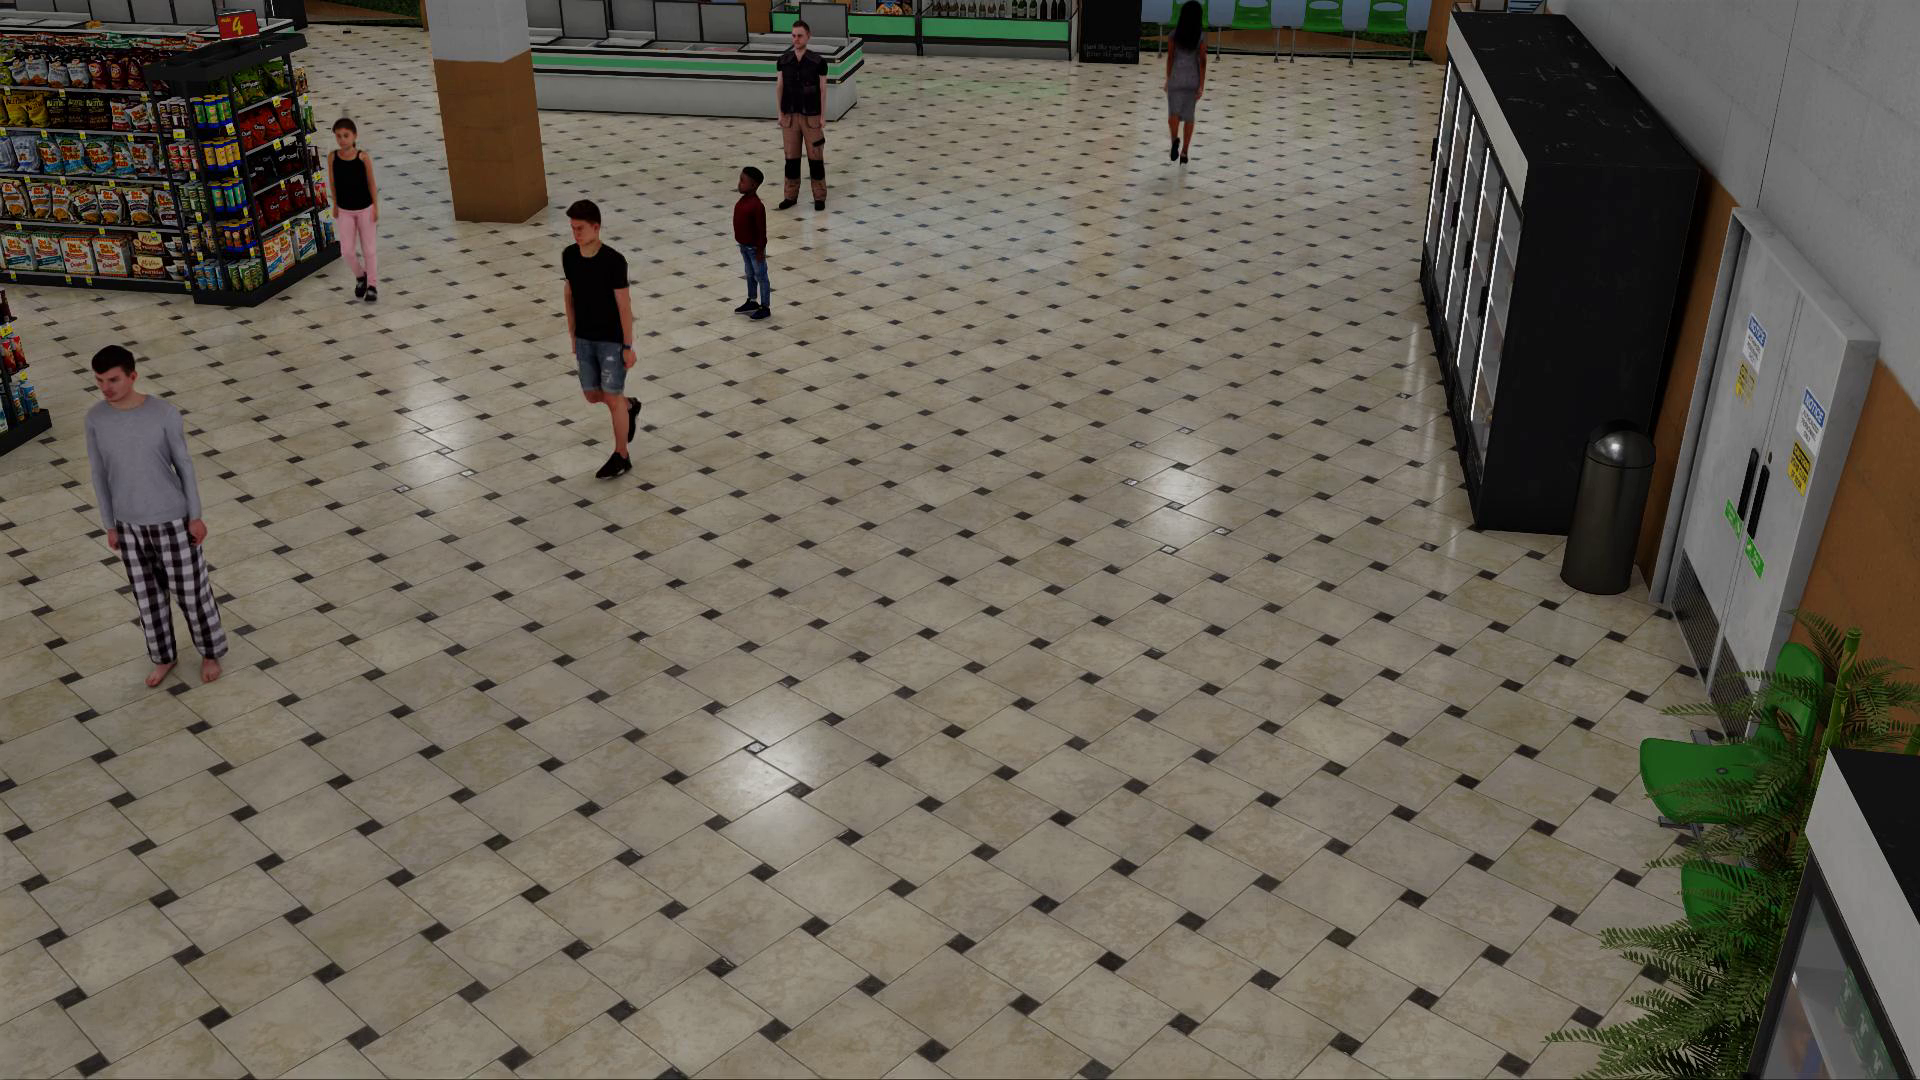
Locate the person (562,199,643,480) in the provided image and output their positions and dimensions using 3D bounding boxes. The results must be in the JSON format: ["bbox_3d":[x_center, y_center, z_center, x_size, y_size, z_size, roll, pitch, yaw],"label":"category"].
[{"bbox_3d":[-2.273,-1.343,10.864,0.953,1.827,0.900,10,29,19],"label":"person"}]

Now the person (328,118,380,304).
[{"bbox_3d":[-5.076,-2.787,14.009,0.623,1.560,0.687,-4,27,-8],"label":"person"}]

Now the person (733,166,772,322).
[{"bbox_3d":[-1.700,-2.450,13.680,0.643,1.256,0.583,-18,32,-31],"label":"person"}]

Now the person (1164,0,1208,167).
[{"bbox_3d":[2.401,-4.853,17.859,0.806,1.762,0.646,4,27,8],"label":"person"}]

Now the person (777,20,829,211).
[{"bbox_3d":[-1.559,-4.226,16.533,0.502,1.842,0.726,5,27,9],"label":"person"}]

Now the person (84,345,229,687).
[{"bbox_3d":[-4.090,-0.123,8.438,0.595,1.847,0.756,-4,27,-7],"label":"person"}]
